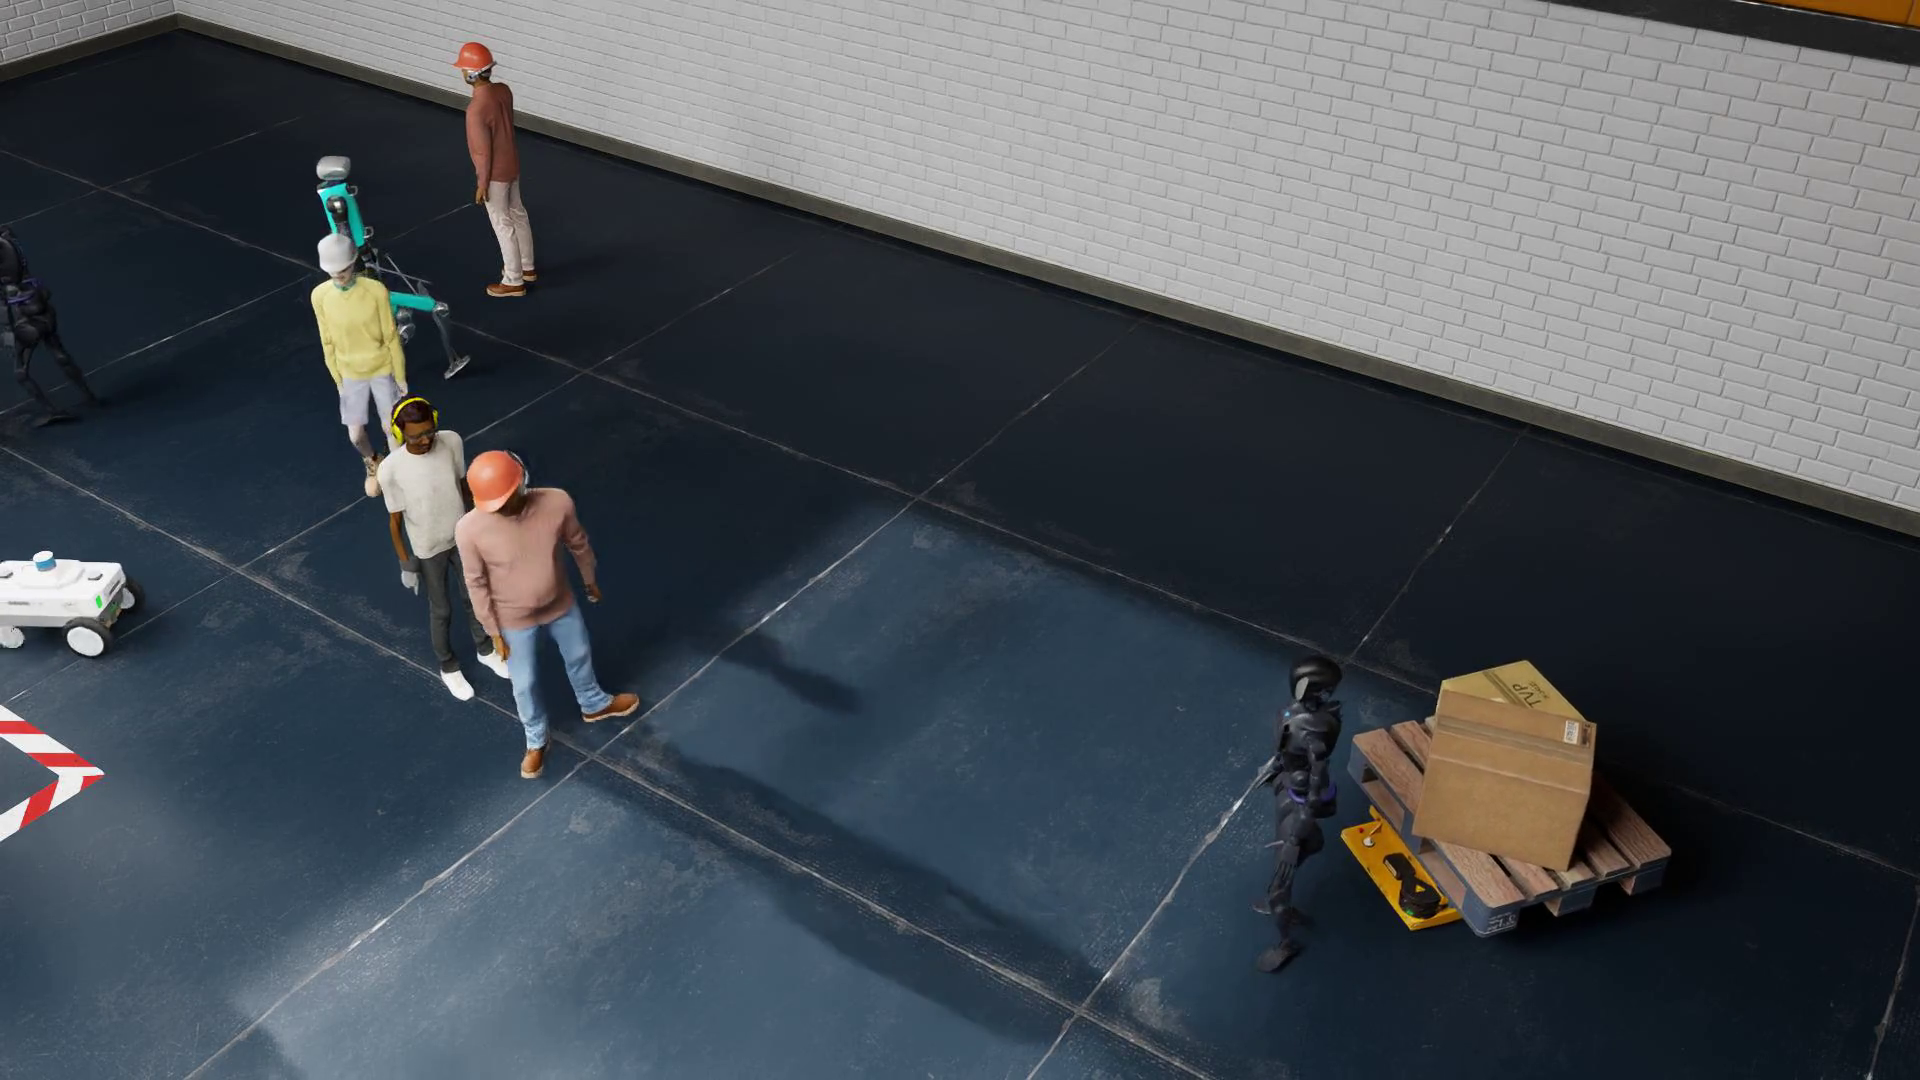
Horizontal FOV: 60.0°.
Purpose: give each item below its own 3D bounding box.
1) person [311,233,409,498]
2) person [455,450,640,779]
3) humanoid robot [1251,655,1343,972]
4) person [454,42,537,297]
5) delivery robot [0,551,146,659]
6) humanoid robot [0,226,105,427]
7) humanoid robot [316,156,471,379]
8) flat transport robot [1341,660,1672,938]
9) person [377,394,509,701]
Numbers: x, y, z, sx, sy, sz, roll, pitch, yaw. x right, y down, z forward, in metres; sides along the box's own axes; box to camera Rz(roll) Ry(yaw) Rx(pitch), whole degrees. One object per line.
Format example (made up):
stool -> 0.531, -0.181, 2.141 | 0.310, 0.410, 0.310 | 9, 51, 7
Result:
person -> -3.685, -1.040, 10.353 | 0.482, 1.880, 0.446 | -9, 36, -12
person -> -2.052, 0.307, 8.372 | 0.812, 1.949, 0.450 | -21, 40, -28
humanoid robot -> 1.476, 1.156, 7.379 | 0.334, 1.649, 0.599 | -1, 35, -1
person -> -3.581, -2.849, 12.833 | 0.375, 1.994, 0.607 | 6, 35, 8
delivery robot -> -5.149, 0.339, 9.539 | 0.807, 0.606, 0.499 | 1, 35, 2
humanoid robot -> -6.284, -1.538, 11.240 | 0.481, 1.637, 0.585 | -6, 35, -9
humanoid robot -> -3.912, -1.871, 11.695 | 0.996, 1.775, 0.532 | -10, 36, -15
flat transport robot -> 2.674, 1.462, 8.173 | 1.431, 0.231, 0.659 | -11, 37, -16
person -> -2.738, 0.034, 8.835 | 0.338, 1.855, 0.523 | 27, 43, 33
